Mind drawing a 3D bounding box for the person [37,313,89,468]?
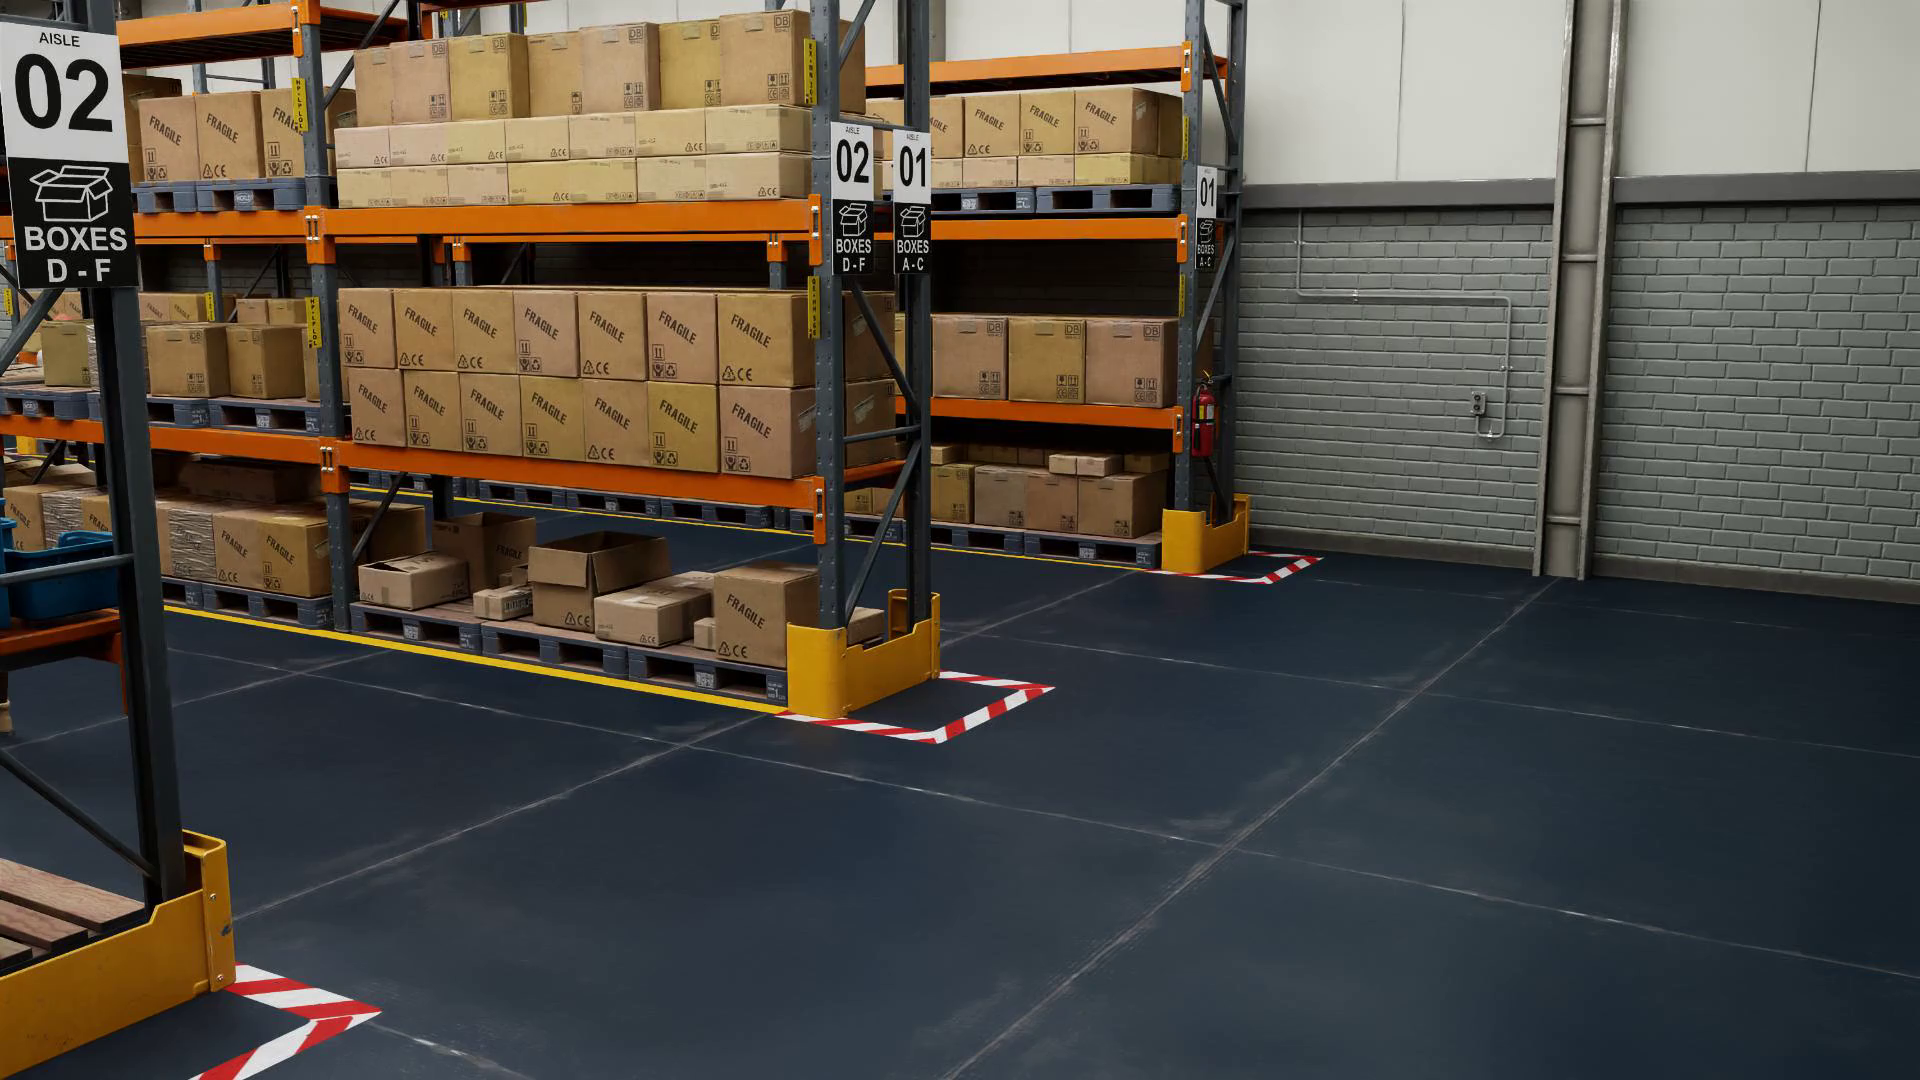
[{"bbox_3d":[-9.362,-1.410,17.502,0.378,1.933,0.551,10,14,44],"label":"person"}]

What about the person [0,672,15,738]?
[{"bbox_3d":[-5.176,0.076,8.497,0.395,2.040,0.609,0,10,2],"label":"person"}]
